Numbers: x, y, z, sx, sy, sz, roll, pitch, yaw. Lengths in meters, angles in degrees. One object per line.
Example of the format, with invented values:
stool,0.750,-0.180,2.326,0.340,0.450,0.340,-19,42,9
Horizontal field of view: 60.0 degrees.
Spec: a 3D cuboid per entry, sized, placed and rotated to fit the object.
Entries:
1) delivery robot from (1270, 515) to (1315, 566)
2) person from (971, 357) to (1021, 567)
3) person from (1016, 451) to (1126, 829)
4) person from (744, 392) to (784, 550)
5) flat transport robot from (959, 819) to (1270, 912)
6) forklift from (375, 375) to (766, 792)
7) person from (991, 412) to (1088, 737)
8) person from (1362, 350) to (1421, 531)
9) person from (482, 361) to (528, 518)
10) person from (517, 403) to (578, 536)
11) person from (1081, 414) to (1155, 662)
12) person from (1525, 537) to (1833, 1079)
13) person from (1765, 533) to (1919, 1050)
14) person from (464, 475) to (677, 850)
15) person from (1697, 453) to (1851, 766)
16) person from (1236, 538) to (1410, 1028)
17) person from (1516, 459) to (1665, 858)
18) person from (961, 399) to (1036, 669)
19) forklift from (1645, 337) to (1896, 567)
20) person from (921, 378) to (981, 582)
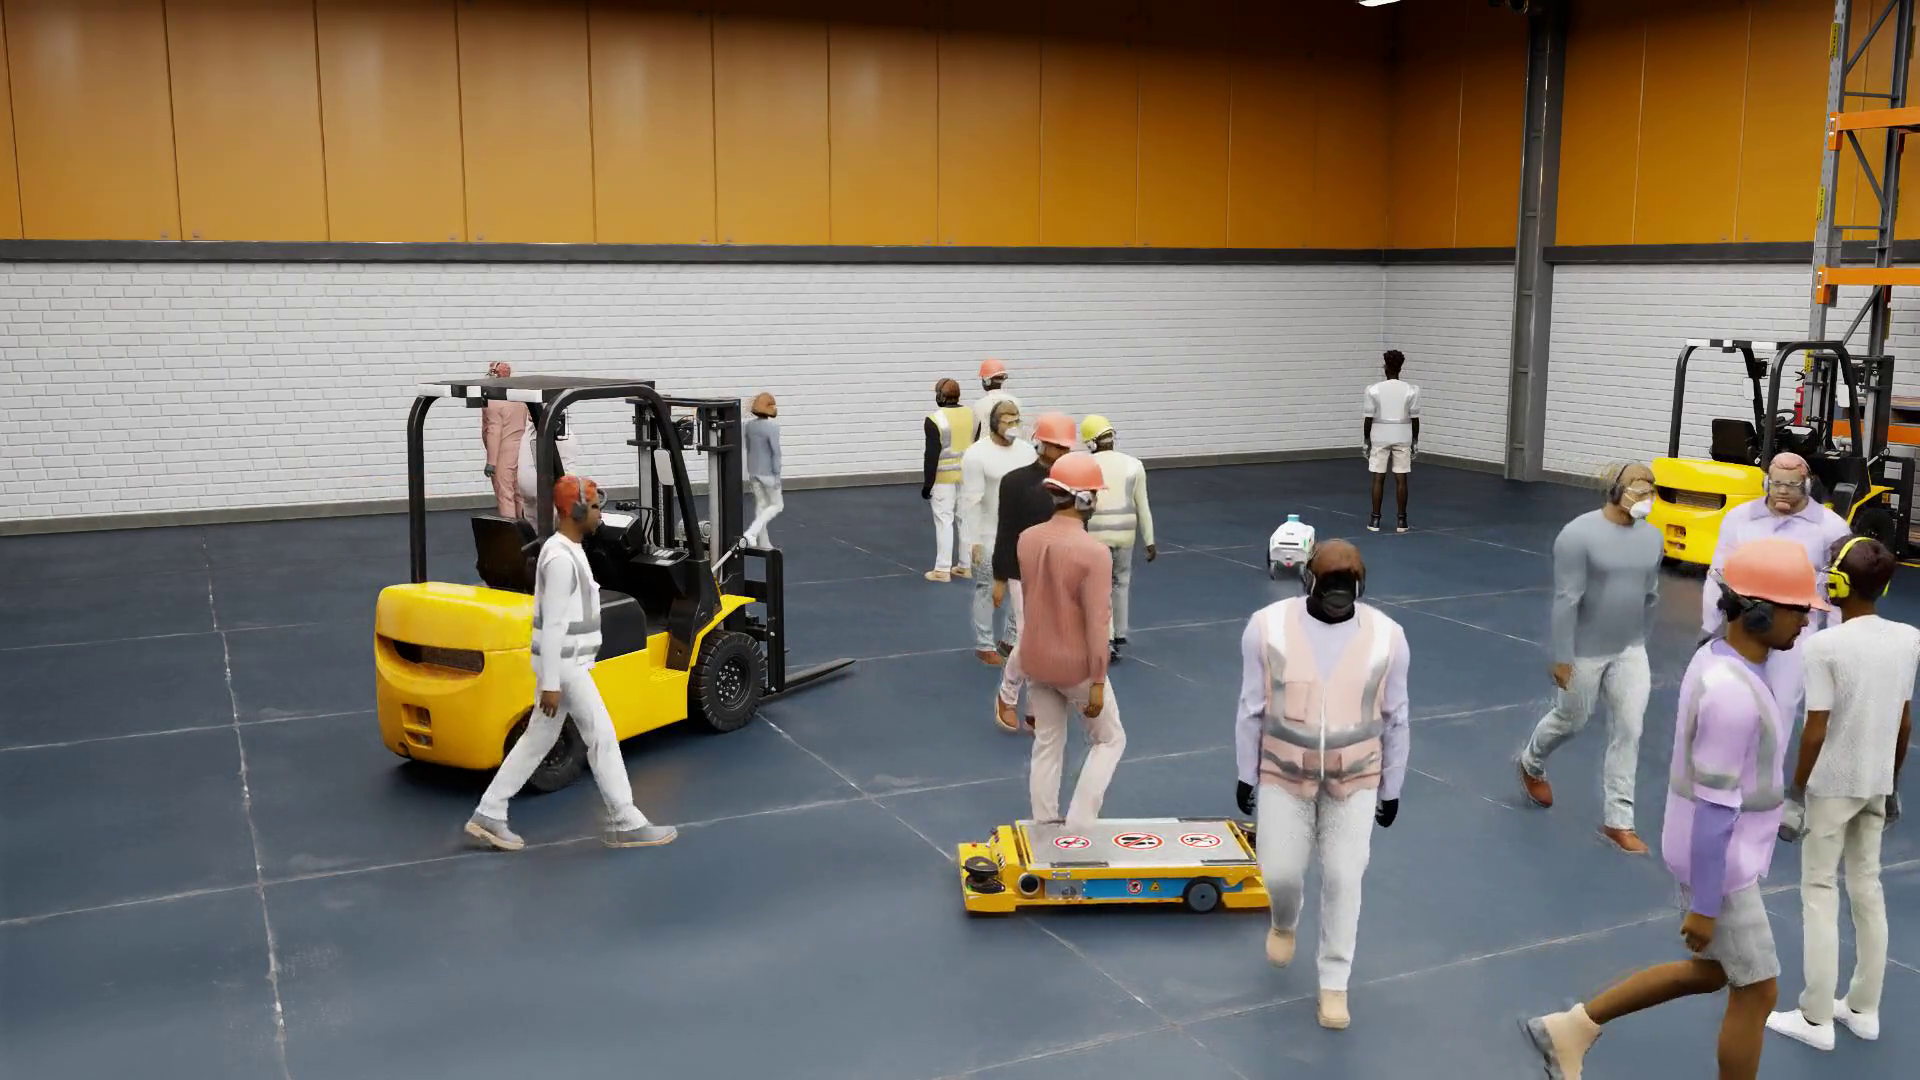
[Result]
delivery robot,3.067,0.010,15.331,0.477,0.478,0.707,3,10,17
person,0.321,-0.725,15.722,0.395,1.992,0.622,8,12,40
person,0.516,0.573,7.745,0.449,1.979,0.615,-8,12,-42
person,-1.954,-0.638,16.316,0.516,1.619,0.454,9,13,43
flat transport robot,0.723,1.456,7.520,1.431,0.197,0.652,-1,9,-3
forklift,-2.268,0.149,9.685,1.214,2.155,2.313,6,11,32
person,0.504,0.220,9.922,0.632,1.969,0.443,-5,10,-28
person,4.645,-1.066,17.930,0.608,1.966,0.365,2,9,10
person,-4.579,-0.833,16.667,0.400,1.910,0.643,3,10,16
person,-3.298,-0.272,13.190,0.642,1.909,0.410,9,13,44
person,1.087,-0.014,12.036,0.638,1.791,0.832,-1,9,-4
person,2.255,0.969,5.173,0.813,2.013,0.615,4,10,21
person,3.188,0.904,6.006,0.525,1.868,0.315,-3,10,-17
person,-1.939,0.600,8.019,0.995,1.839,0.591,-2,9,-12
person,4.232,0.473,8.703,0.669,1.863,0.860,8,12,42
person,1.365,0.881,6.288,0.642,1.822,0.535,2,9,10
person,3.145,0.526,8.265,0.645,1.909,0.929,-3,9,-15
person,0.290,-0.027,11.659,0.641,1.915,0.558,-5,11,-29
forklift,7.551,-0.789,15.507,2.313,2.155,1.214,-4,10,-25
person,-0.103,-0.545,15.077,0.619,1.846,0.430,-8,12,-41
